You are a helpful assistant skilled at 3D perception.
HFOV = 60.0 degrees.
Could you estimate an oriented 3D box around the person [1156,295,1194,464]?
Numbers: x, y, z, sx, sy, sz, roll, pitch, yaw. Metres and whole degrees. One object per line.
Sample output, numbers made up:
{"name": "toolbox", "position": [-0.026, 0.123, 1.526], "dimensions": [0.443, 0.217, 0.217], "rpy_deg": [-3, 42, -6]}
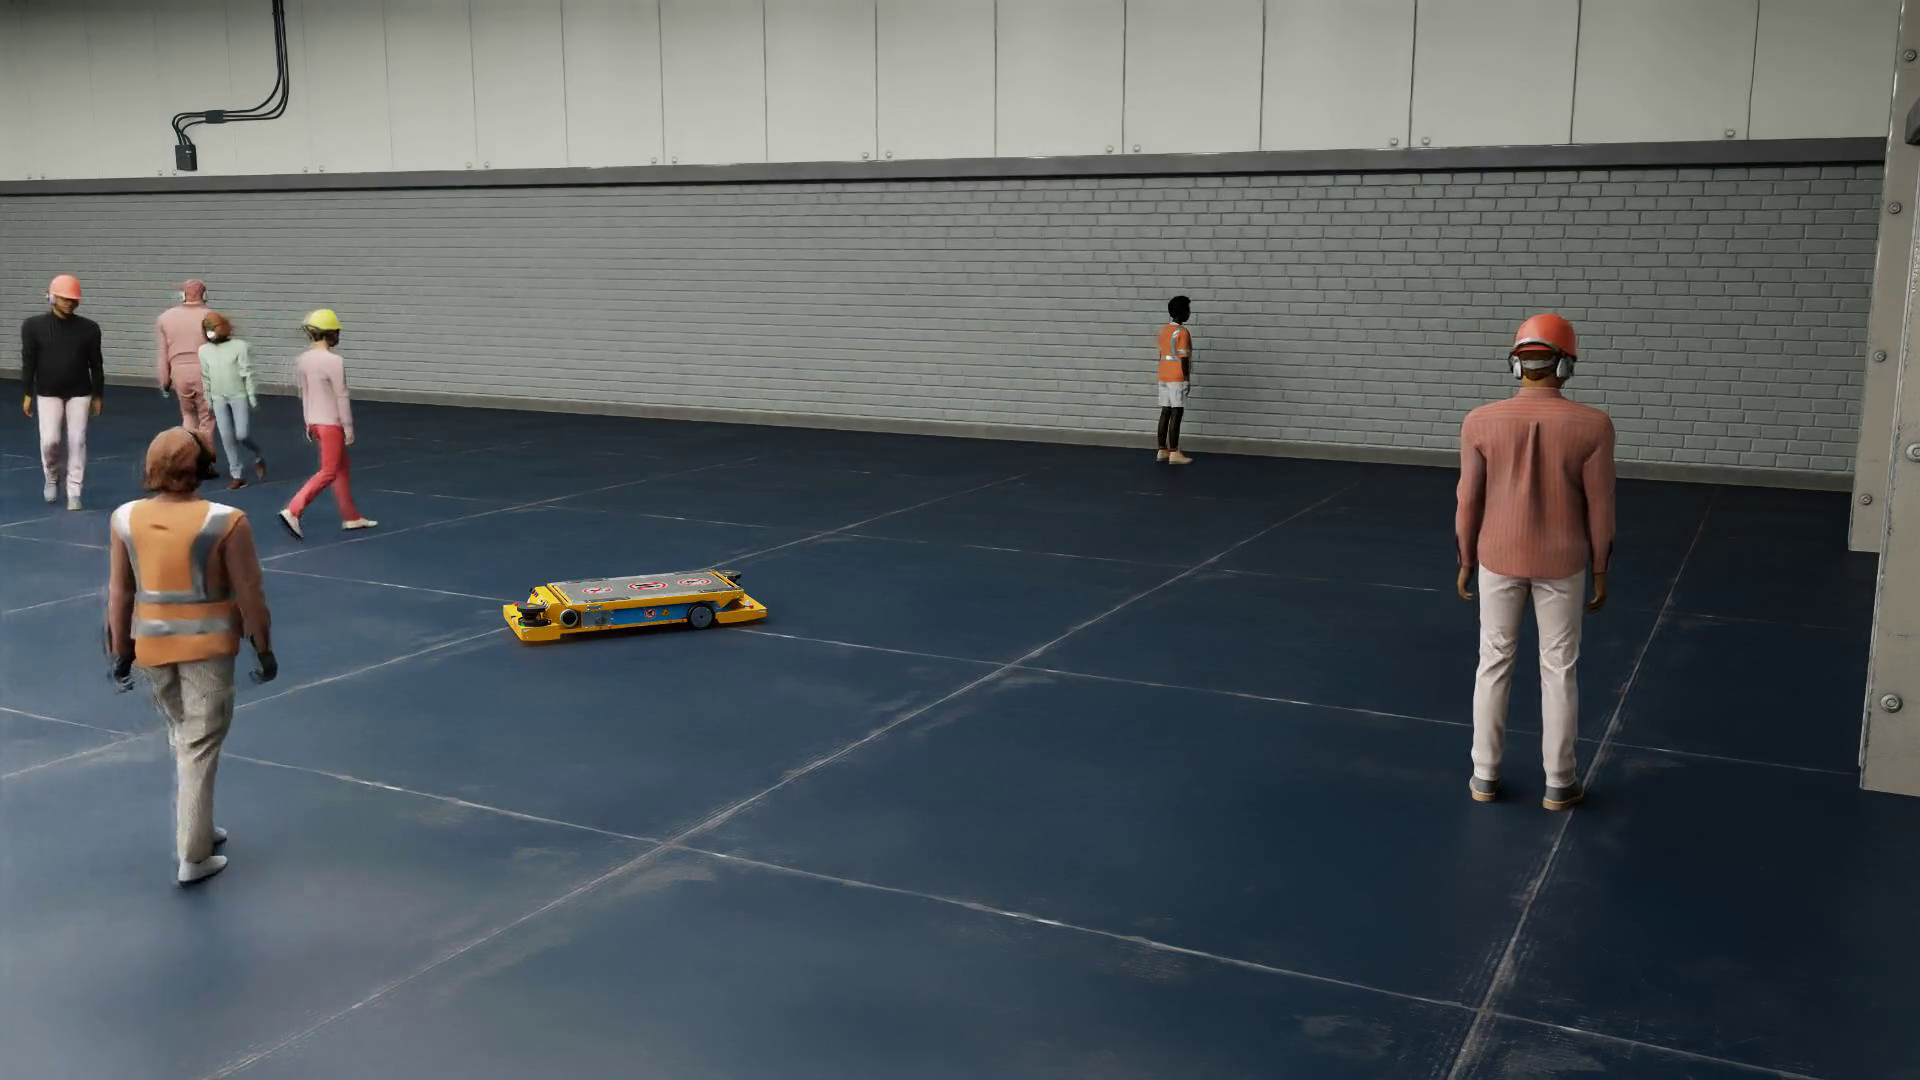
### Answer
{"name": "person", "position": [2.176, -1.615, 16.783], "dimensions": [0.317, 1.697, 0.540], "rpy_deg": [-4, 11, -19]}

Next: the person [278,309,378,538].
{"name": "person", "position": [-4.879, -0.893, 12.711], "dimensions": [0.528, 1.737, 0.801], "rpy_deg": [9, 14, 41]}

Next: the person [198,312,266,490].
{"name": "person", "position": [-6.620, -1.271, 15.126], "dimensions": [0.530, 1.610, 0.423], "rpy_deg": [1, 10, 4]}

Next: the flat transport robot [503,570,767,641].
{"name": "flat transport robot", "position": [-1.926, 0.372, 9.846], "dimensions": [1.431, 0.197, 0.652], "rpy_deg": [-5, 11, -23]}

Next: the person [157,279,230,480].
{"name": "person", "position": [-7.161, -1.504, 15.668], "dimensions": [0.690, 1.880, 0.437], "rpy_deg": [0, 10, -2]}

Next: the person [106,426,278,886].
{"name": "person", "position": [-2.728, 0.396, 6.006], "dimensions": [0.541, 1.616, 0.603], "rpy_deg": [1, 10, 8]}

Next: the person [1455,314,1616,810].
{"name": "person", "position": [2.304, 0.093, 6.691], "dimensions": [0.611, 1.985, 0.393], "rpy_deg": [5, 12, 26]}

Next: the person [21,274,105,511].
{"name": "person", "position": [-7.498, -1.229, 13.930], "dimensions": [0.634, 1.970, 0.505], "rpy_deg": [-7, 13, -35]}
